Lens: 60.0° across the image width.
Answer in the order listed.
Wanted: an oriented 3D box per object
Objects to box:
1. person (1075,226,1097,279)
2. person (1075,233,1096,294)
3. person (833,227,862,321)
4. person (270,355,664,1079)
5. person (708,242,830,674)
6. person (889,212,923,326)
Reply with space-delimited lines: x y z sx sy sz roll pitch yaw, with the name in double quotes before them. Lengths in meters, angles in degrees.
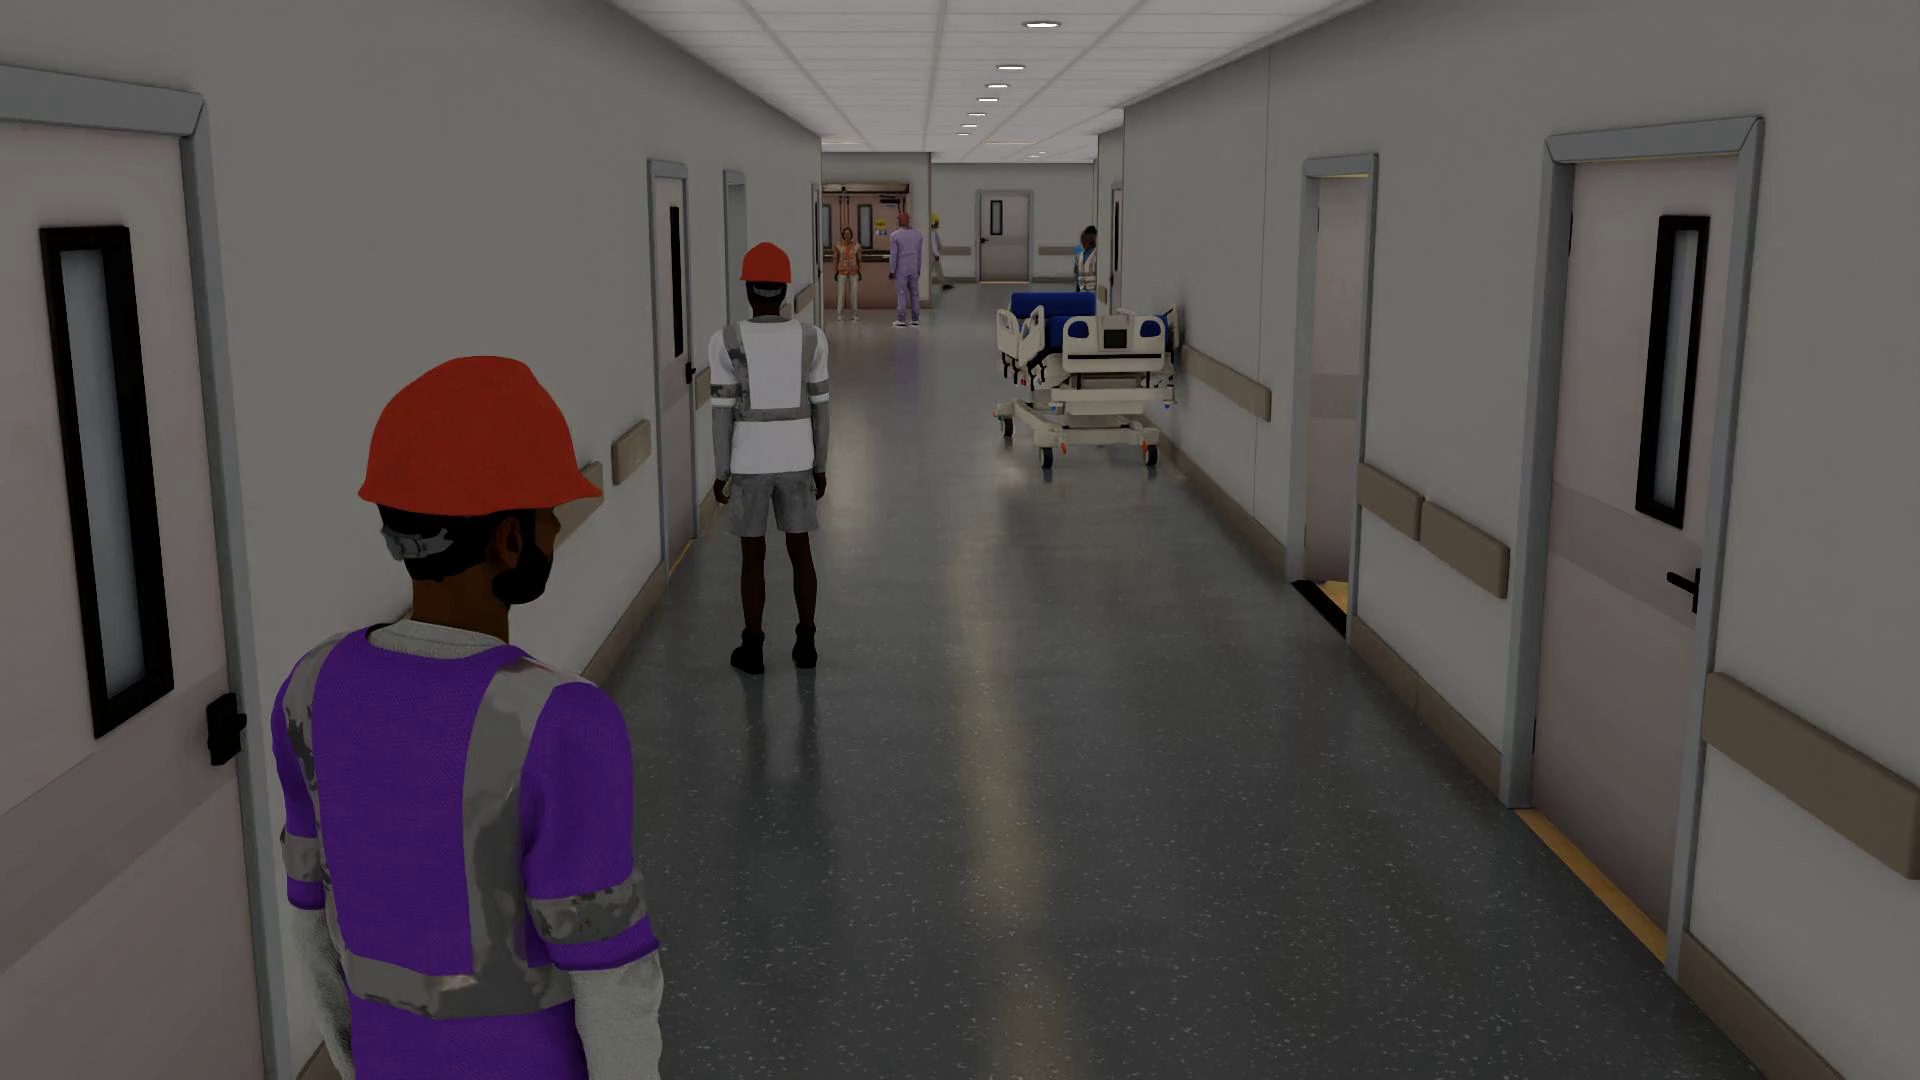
"person" 2.306 -4.687 29.290 0.803 1.651 0.546 9 15 37
"person" 1.916 -3.727 24.666 0.317 1.629 0.508 -11 16 -43
"person" -1.980 -4.688 29.321 0.517 1.641 0.308 -3 12 -12
"person" -0.602 0.728 2.200 0.551 1.936 0.357 6 13 27
"person" -0.859 -0.359 7.501 0.546 1.938 0.360 -4 12 -20
"person" -0.939 -4.578 28.144 0.642 1.905 0.401 -8 14 -33
